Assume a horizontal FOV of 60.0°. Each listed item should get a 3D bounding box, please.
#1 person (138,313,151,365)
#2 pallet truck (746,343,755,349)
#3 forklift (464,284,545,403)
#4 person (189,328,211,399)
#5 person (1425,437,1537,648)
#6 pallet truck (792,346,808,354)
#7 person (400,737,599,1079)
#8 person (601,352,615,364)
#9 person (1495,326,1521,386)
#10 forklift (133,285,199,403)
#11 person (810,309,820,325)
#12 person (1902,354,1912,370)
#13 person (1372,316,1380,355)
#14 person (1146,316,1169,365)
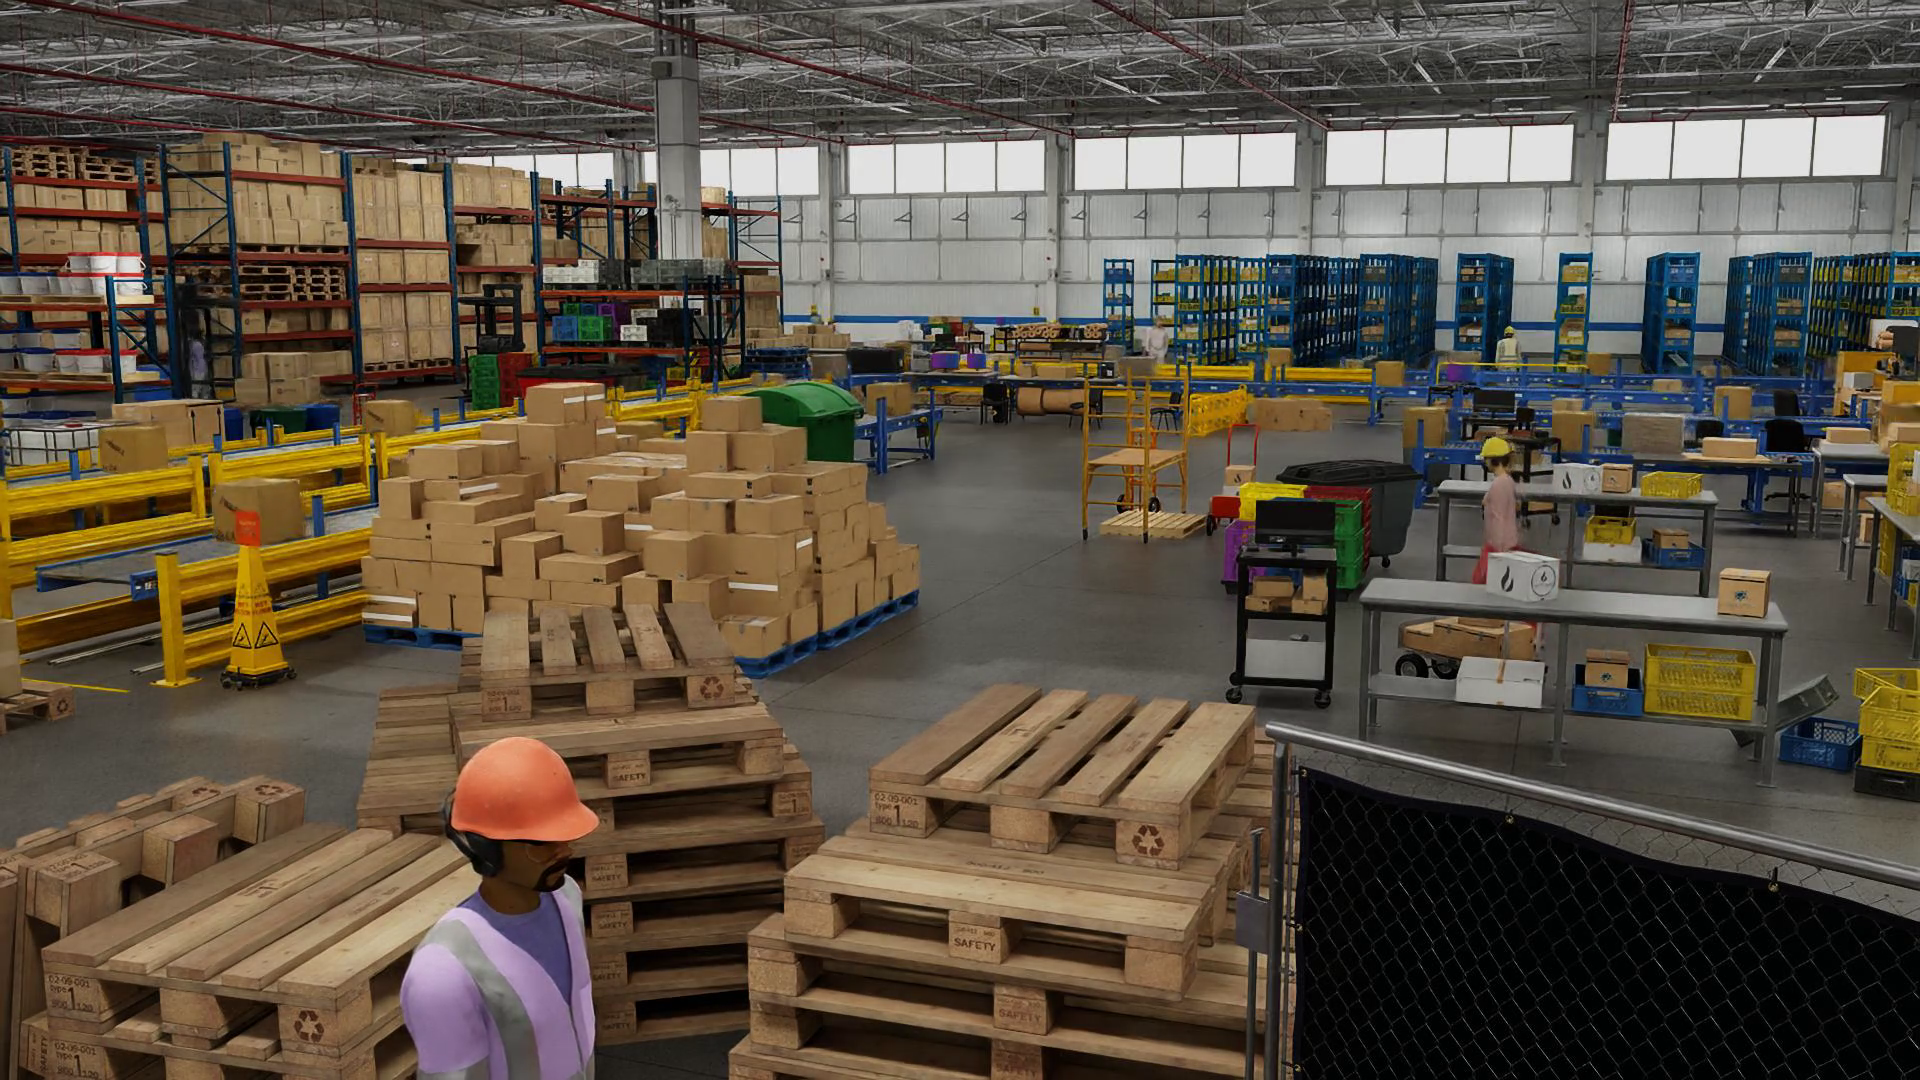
[{"bbox_3d":[-24.270,-5.780,49.410,0.557,1.899,0.884,5,10,29],"label":"person"},{"bbox_3d":[-6.183,-4.618,44.264,1.601,1.201,0.680,-9,12,-43],"label":"pallet truck"},{"bbox_3d":[-10.832,-4.702,39.610,1.129,2.768,1.873,3,10,20],"label":"forklift"},{"bbox_3d":[-16.197,-3.576,35.593,0.793,1.911,0.654,-5,10,-29],"label":"person"},{"bbox_3d":[4.328,0.025,13.570,0.918,1.716,0.557,5,10,29],"label":"person"},{"bbox_3d":[-3.705,-4.298,42.022,0.653,1.274,1.630,3,10,20],"label":"pallet truck"},{"bbox_3d":[-0.956,1.431,3.720,0.373,2.043,0.615,2,9,12],"label":"person"},{"bbox_3d":[-9.200,-4.716,43.667,0.504,1.614,0.632,7,12,39],"label":"person"},{"bbox_3d":[12.969,-4.146,39.401,0.600,1.830,0.403,0,9,0],"label":"person"},{"bbox_3d":[-16.708,-4.090,35.770,1.873,2.768,1.129,0,9,2],"label":"forklift"},{"bbox_3d":[-5.673,-8.138,64.810,0.490,1.729,0.465,-6,11,-35],"label":"person"},{"bbox_3d":[26.329,-5.261,46.450,0.812,1.817,0.578,3,9,16],"label":"person"},{"bbox_3d":[13.156,-6.327,52.637,0.406,1.987,0.608,3,10,21],"label":"person"},{"bbox_3d":[5.527,-5.330,46.679,0.663,1.881,0.683,0,9,-2],"label":"person"}]
